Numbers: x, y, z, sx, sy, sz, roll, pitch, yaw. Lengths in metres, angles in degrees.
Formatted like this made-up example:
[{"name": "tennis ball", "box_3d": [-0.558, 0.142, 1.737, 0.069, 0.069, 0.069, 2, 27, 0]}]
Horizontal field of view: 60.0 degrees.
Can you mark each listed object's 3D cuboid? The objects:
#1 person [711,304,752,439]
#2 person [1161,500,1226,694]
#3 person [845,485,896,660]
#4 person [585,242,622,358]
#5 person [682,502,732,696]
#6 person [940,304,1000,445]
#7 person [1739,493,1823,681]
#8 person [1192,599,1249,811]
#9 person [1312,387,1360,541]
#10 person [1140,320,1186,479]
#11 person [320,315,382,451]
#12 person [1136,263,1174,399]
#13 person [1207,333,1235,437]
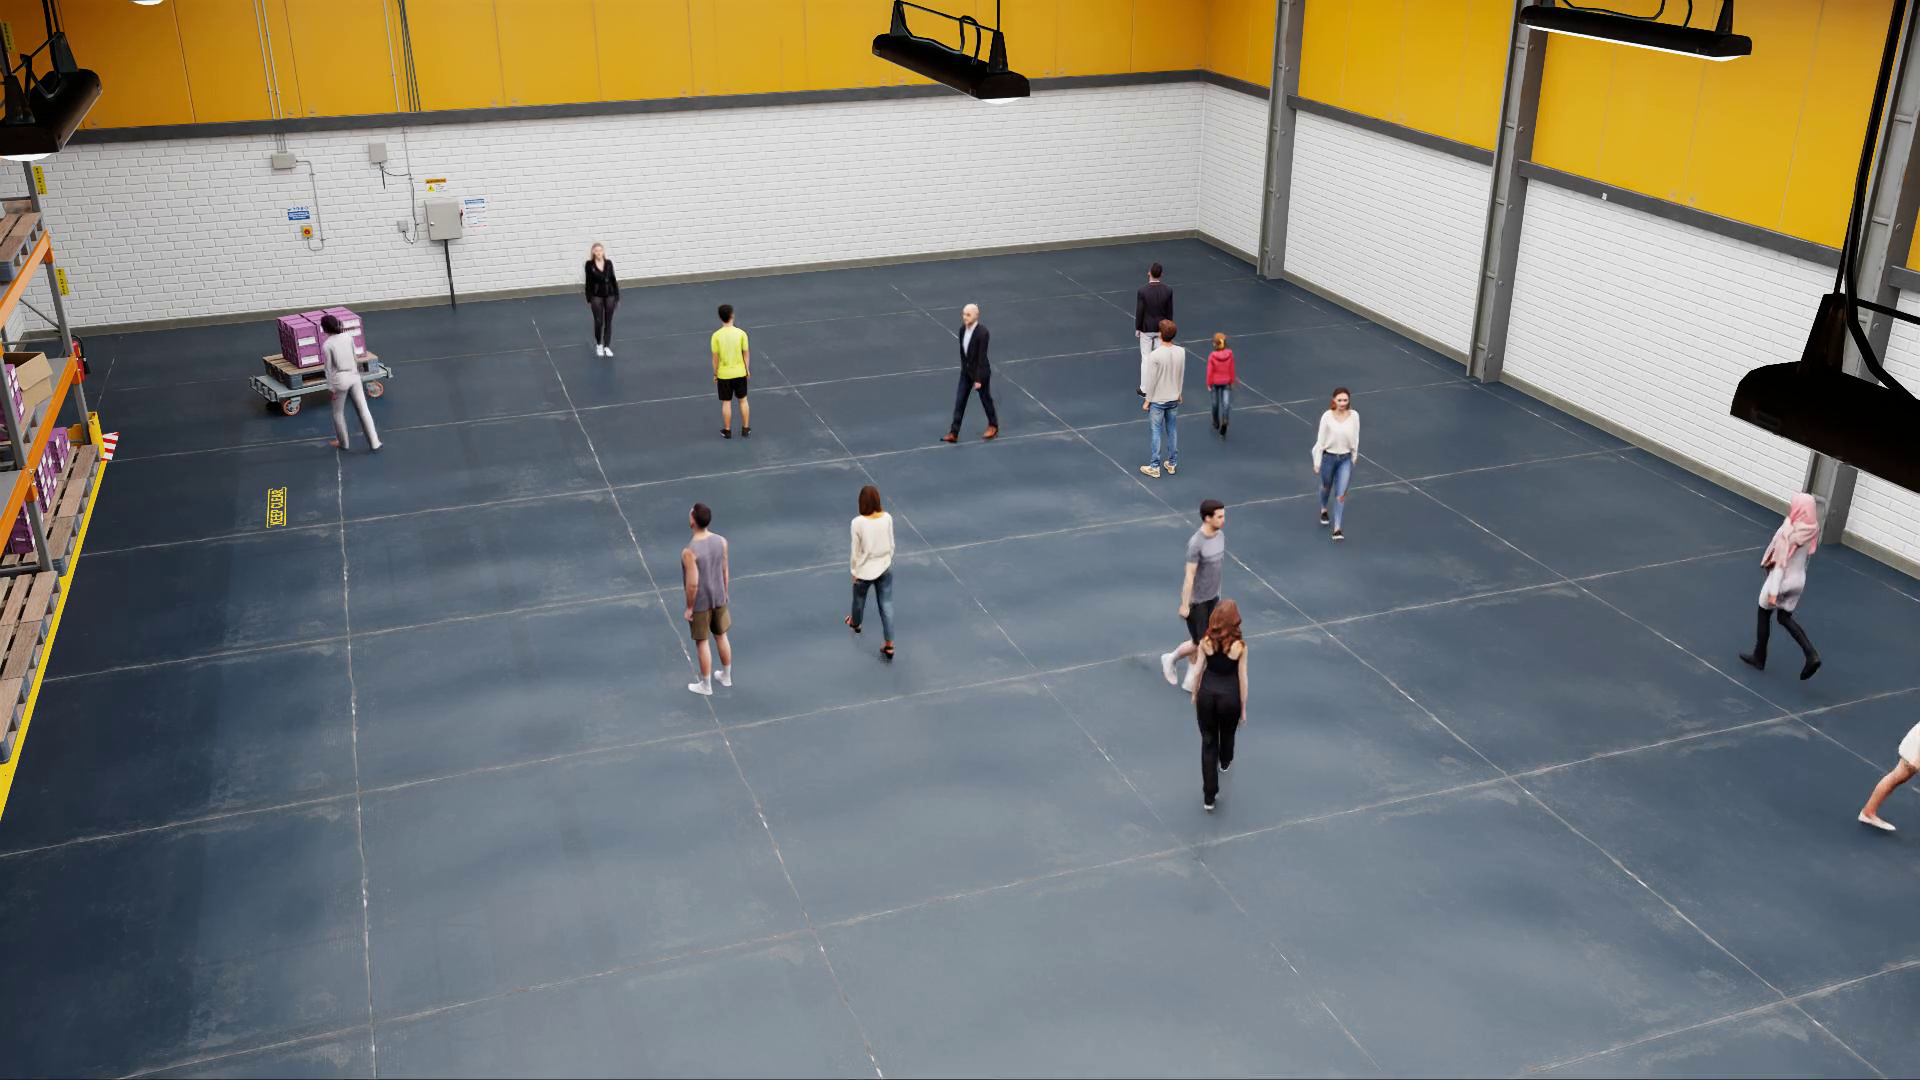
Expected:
[{"name": "person", "box_3d": [-2.877, -2.128, 20.971, 0.634, 1.706, 0.558, -6, 24, -14]}, {"name": "person", "box_3d": [2.065, 0.488, 14.798, 0.884, 1.857, 0.957, -19, 30, -37]}, {"name": "person", "box_3d": [-0.769, 0.327, 15.434, 0.712, 1.643, 1.076, -11, 26, -24]}, {"name": "person", "box_3d": [-5.210, -3.503, 24.153, 0.648, 1.676, 0.606, -13, 27, -27]}, {"name": "person", "box_3d": [-2.258, 0.522, 14.821, 0.727, 1.847, 0.716, 21, 31, 40]}, {"name": "person", "box_3d": [0.250, -2.071, 20.784, 1.233, 1.752, 1.119, 20, 30, 38]}, {"name": "person", "box_3d": [7.503, 0.453, 14.972, 0.693, 1.783, 1.041, -11, 26, -24]}, {"name": "person", "box_3d": [2.021, 1.320, 13.070, 0.964, 1.717, 1.122, 5, 24, 12]}, {"name": "person", "box_3d": [4.079, -0.865, 18.170, 0.946, 1.634, 1.206, 1, 24, 3]}, {"name": "person", "box_3d": [2.421, -1.676, 19.691, 0.669, 1.902, 0.597, -11, 26, -23]}, {"name": "person", "box_3d": [-7.525, -1.915, 20.486, 1.023, 1.705, 0.913, 20, 30, 38]}, {"name": "person", "box_3d": [2.604, -2.831, 22.406, 0.703, 1.844, 0.641, -3, 24, -6]}, {"name": "person", "box_3d": [3.329, -1.964, 21.111, 0.679, 1.294, 0.905, 0, 24, -1]}]
